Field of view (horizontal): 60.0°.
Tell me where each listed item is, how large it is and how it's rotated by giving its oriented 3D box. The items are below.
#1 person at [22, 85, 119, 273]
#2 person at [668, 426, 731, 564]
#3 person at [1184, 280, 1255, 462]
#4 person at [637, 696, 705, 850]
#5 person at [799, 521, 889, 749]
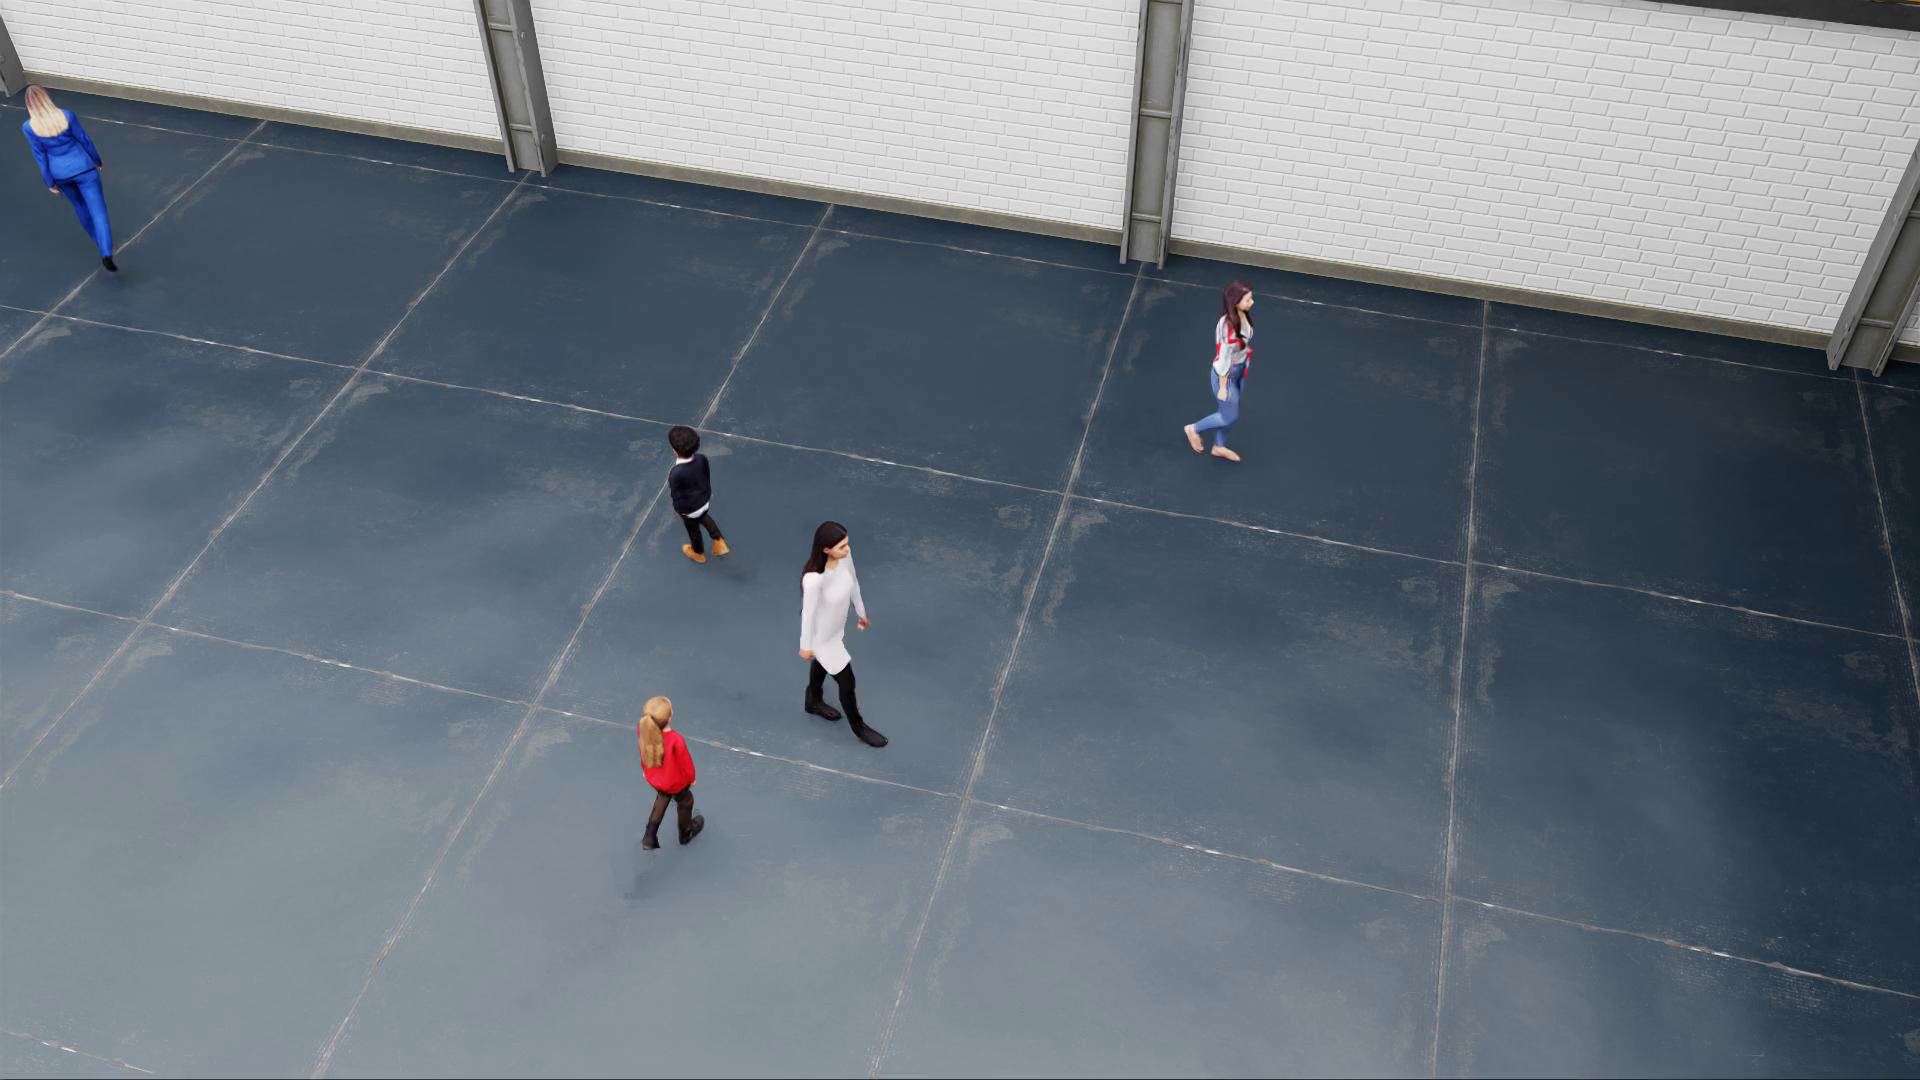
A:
[{"bbox_3d":[-7.640,-3.099,14.367,1.144,1.670,1.106,-14,45,-14],"label":"person"},{"bbox_3d":[-1.848,-0.281,11.738,0.694,1.217,0.610,29,51,27],"label":"person"},{"bbox_3d":[1.946,-1.268,12.491,0.754,1.607,0.684,20,47,20],"label":"person"},{"bbox_3d":[-1.767,1.441,9.890,0.676,1.272,0.635,20,47,20],"label":"person"},{"bbox_3d":[-0.904,0.542,10.466,0.950,1.780,0.732,20,47,20],"label":"person"}]
